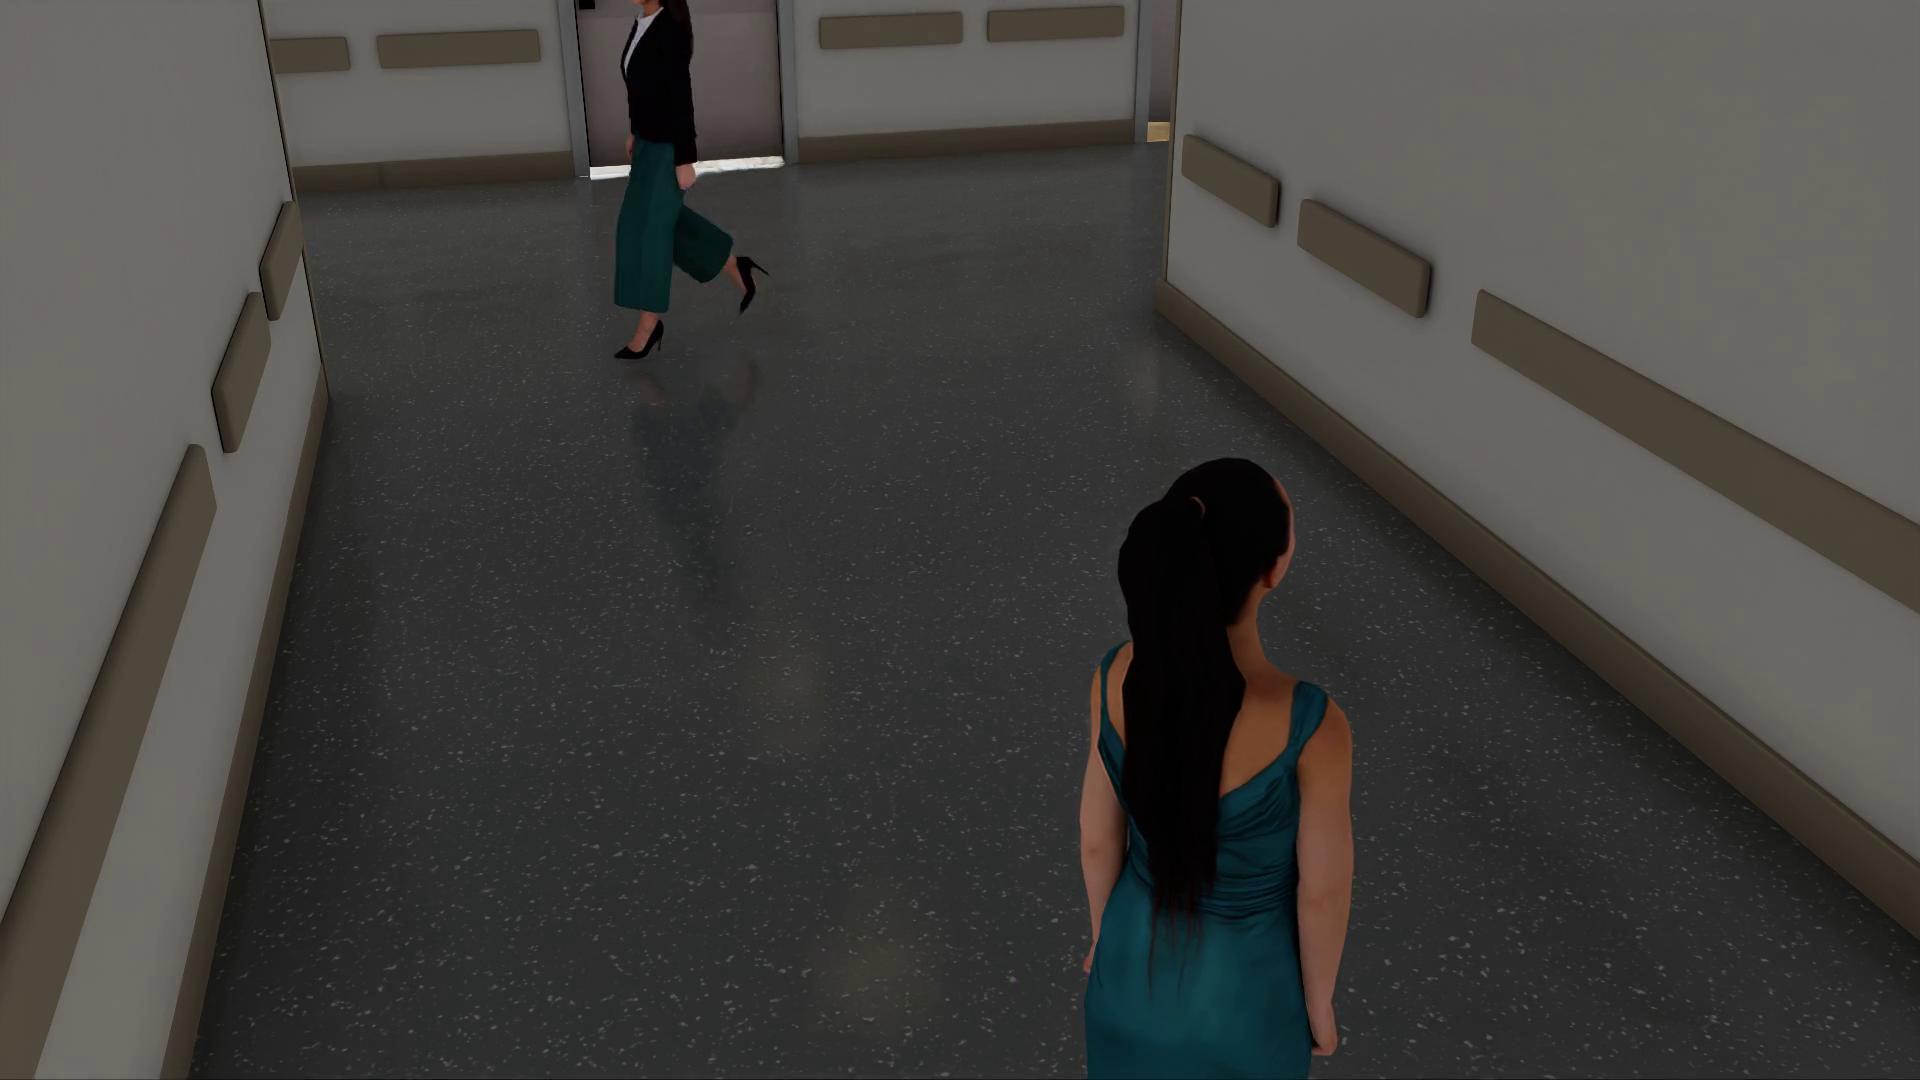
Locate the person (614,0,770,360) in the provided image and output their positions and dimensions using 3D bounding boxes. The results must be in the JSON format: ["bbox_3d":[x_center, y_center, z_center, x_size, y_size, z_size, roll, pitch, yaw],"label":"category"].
[{"bbox_3d":[-1.221,-1.656,7.173,1.052,1.716,0.732,-12,28,-24],"label":"person"}]

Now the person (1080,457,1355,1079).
[{"bbox_3d":[0.342,0.655,2.414,0.609,1.687,0.671,14,29,26],"label":"person"}]
